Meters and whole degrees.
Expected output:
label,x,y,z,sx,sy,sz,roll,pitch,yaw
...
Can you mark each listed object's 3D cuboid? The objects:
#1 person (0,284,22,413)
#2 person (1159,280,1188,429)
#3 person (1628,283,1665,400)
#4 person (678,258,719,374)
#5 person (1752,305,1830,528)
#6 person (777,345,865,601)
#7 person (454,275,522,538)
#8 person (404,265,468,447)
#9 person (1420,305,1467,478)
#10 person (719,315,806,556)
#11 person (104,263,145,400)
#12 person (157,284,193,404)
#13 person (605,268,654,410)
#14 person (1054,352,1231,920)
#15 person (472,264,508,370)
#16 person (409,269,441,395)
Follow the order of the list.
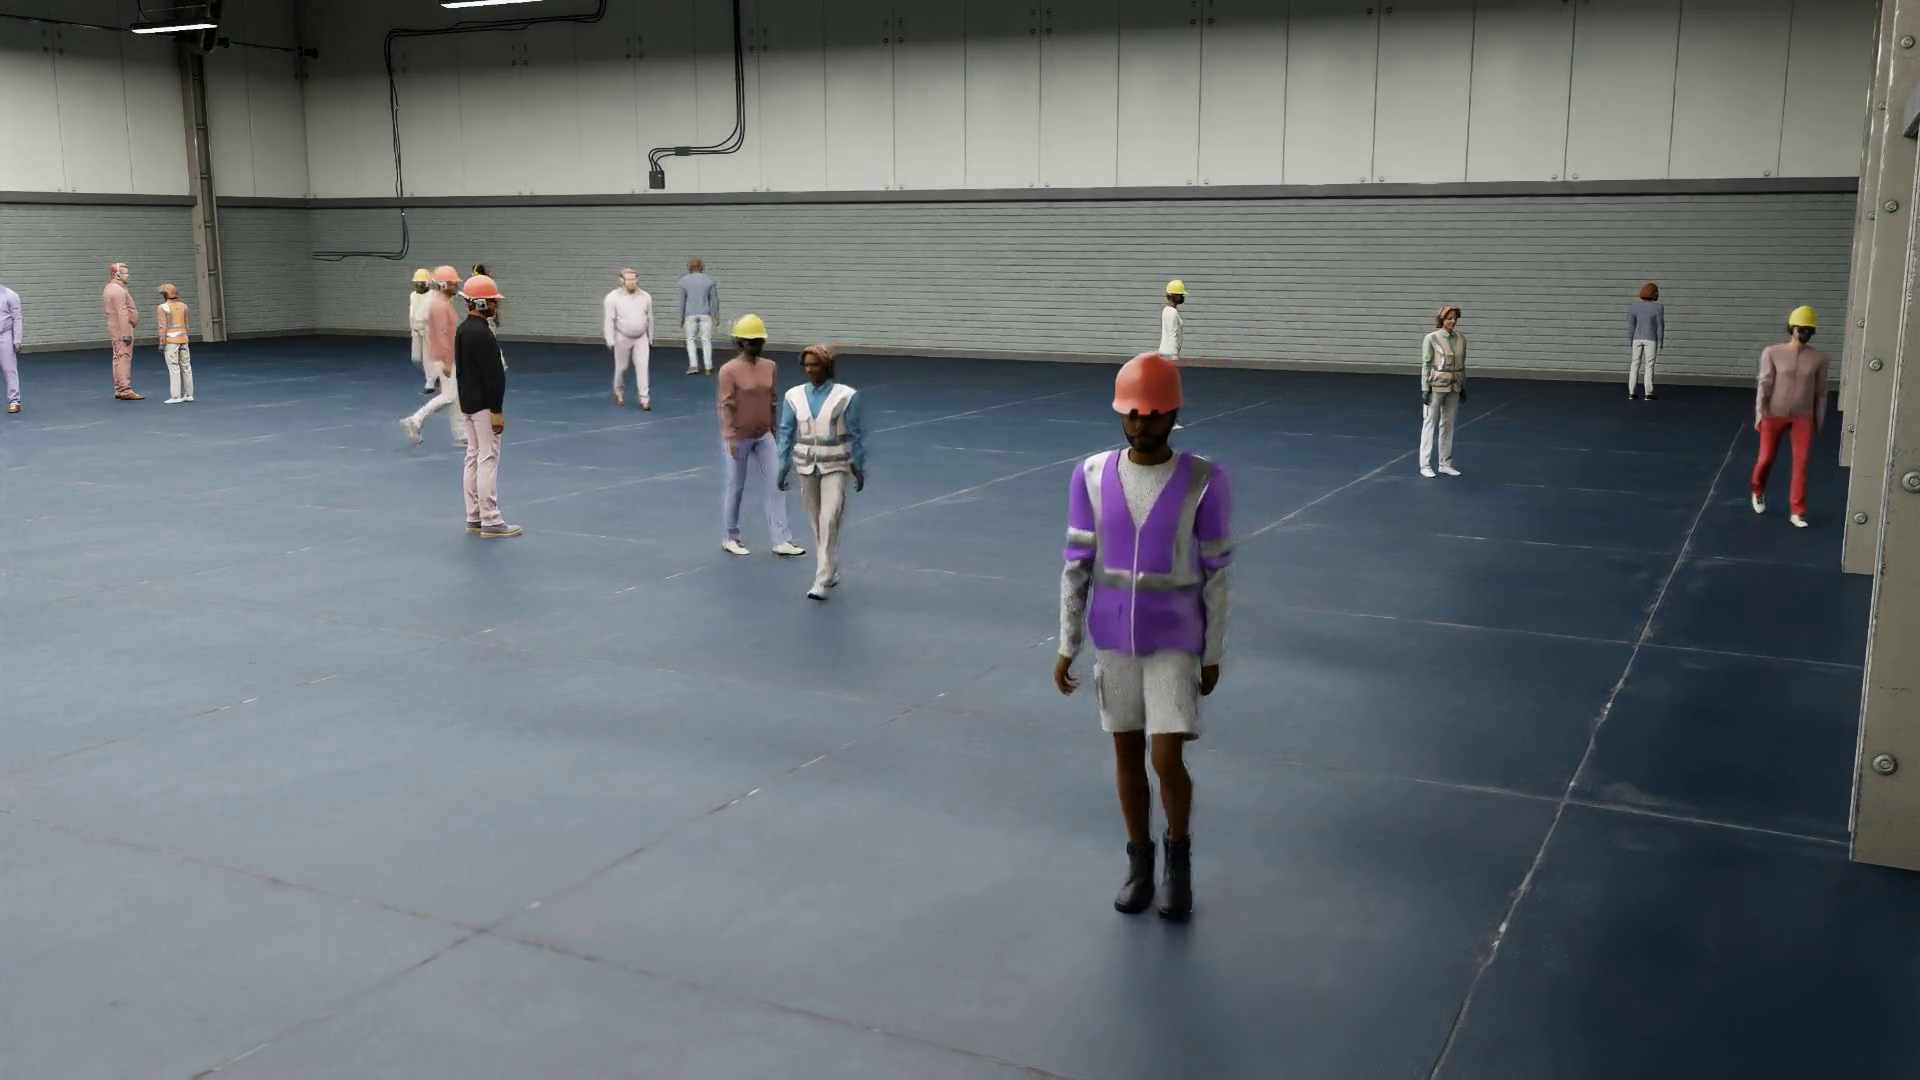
label,x,y,z,sx,sy,sz,roll,pitch,yaw
person,-12.466,-2.579,21.486,0.642,1.905,0.399,-1,10,-6
person,2.538,-2.206,19.825,0.326,1.767,0.533,0,10,0
person,9.600,-2.773,23.275,0.278,1.633,0.507,-9,14,-41
person,-4.318,-3.680,27.494,0.685,1.916,0.381,-1,10,-8
person,6.643,-1.006,13.319,0.553,1.745,0.706,2,11,13
person,-0.911,-0.418,10.526,0.540,1.601,0.805,3,11,18
person,-3.637,-1.017,12.713,0.381,1.994,0.622,-8,13,-36
person,-5.588,-1.968,17.949,0.743,1.978,0.627,-1,10,-5
person,4.613,-1.417,15.867,0.524,1.639,0.307,-5,11,-25
person,-1.425,-0.718,11.802,0.541,1.731,0.820,-10,14,-42
person,-11.723,-2.917,23.322,0.403,1.904,0.651,-8,13,-37
person,-10.758,-2.684,22.781,0.310,1.637,0.514,3,11,18
person,-4.407,-2.681,22.153,0.658,1.872,0.936,-5,11,-24
person,0.608,0.335,5.567,0.553,1.919,0.482,4,11,23
person,-8.012,-3.740,28.075,0.997,1.819,0.520,5,12,27
person,-7.685,-3.002,24.017,0.610,1.814,0.494,6,12,30
